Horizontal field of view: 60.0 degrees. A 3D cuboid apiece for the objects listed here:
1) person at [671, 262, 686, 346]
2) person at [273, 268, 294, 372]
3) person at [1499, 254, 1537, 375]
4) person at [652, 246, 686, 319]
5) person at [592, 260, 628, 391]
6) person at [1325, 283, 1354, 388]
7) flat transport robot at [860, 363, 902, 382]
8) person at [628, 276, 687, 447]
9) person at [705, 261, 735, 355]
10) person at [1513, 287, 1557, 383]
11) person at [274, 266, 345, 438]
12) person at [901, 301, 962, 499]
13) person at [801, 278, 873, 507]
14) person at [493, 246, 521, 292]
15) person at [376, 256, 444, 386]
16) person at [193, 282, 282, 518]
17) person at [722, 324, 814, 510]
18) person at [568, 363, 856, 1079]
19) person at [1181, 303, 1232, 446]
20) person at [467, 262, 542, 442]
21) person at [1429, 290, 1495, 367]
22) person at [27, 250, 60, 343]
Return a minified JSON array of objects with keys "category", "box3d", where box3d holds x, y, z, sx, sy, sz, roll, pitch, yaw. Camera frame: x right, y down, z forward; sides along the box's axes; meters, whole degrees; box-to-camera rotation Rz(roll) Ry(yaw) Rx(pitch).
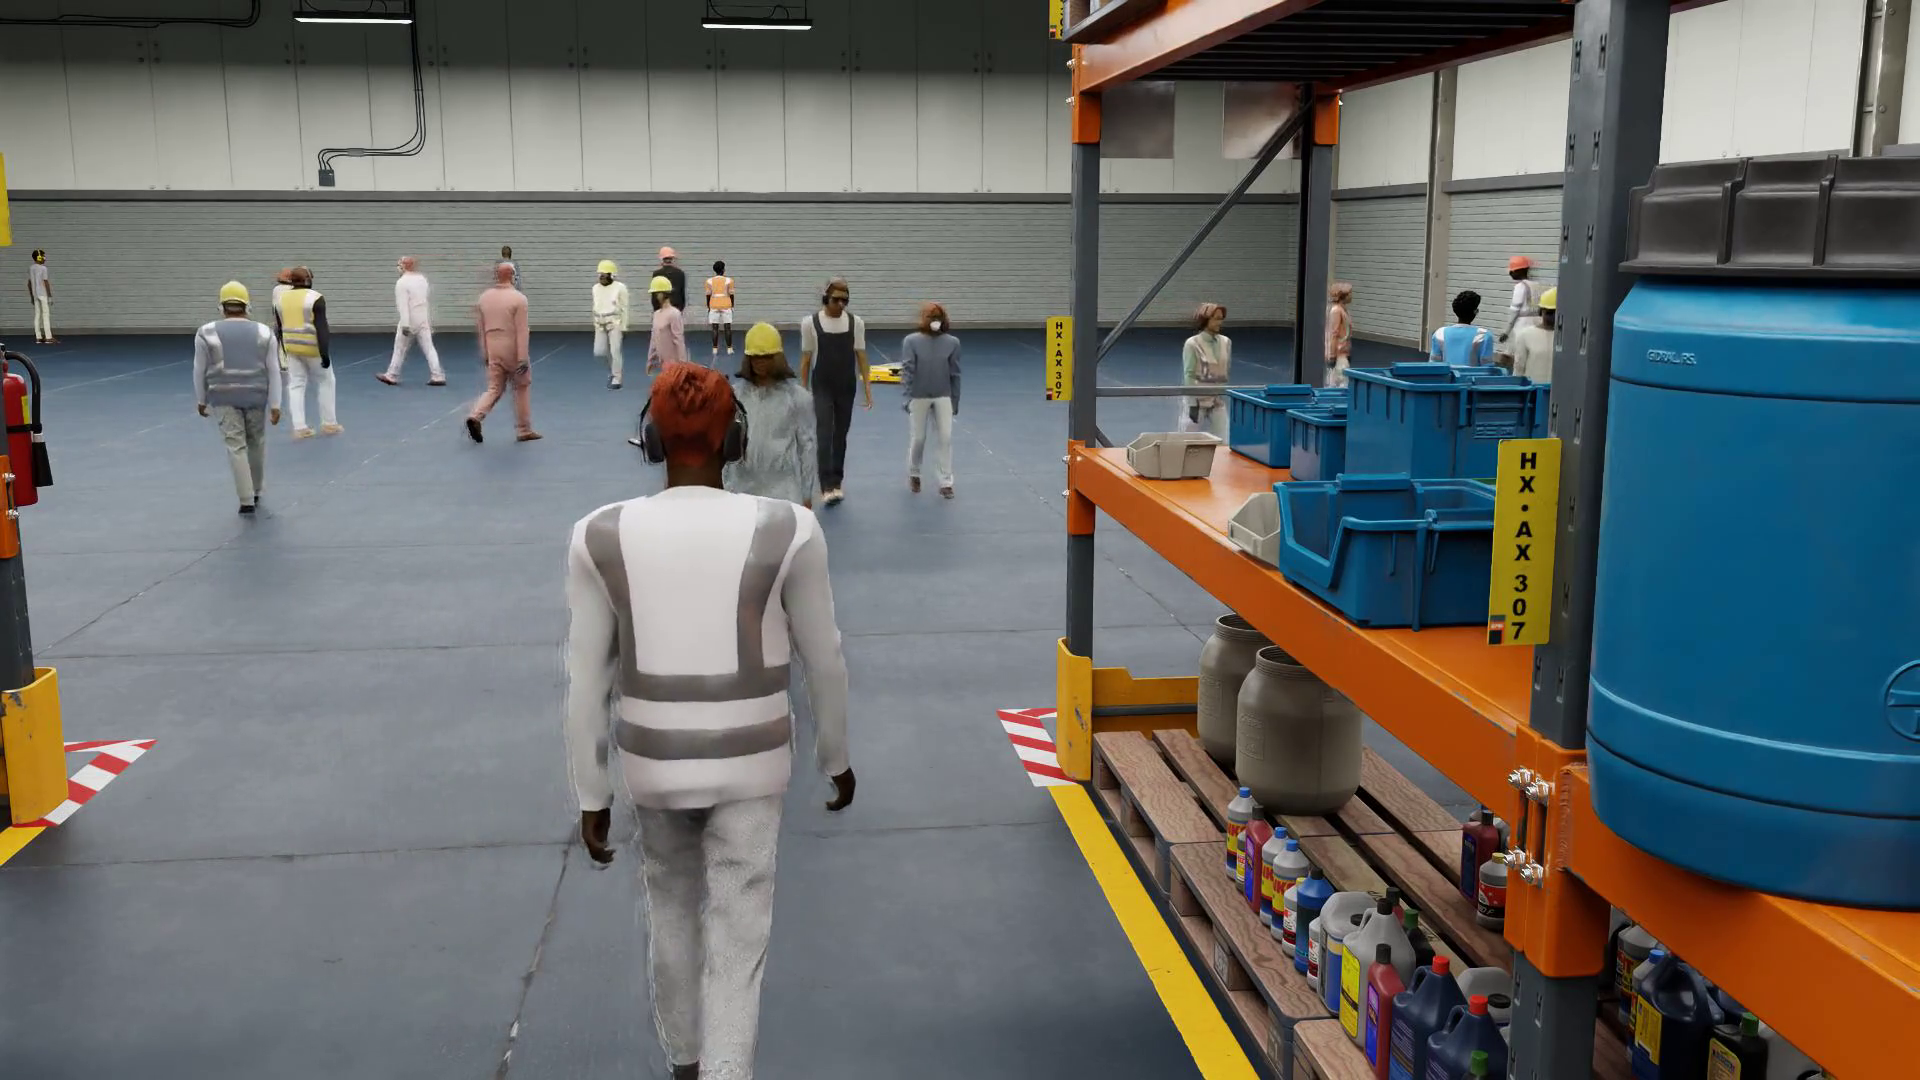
[{"category":"person","box3d":[-5.572,-4.590,32.452,0.269,1.632,0.509,-9,14,-41]},{"category":"person","box3d":[-10.608,-3.465,26.283,0.507,1.633,0.278,5,11,25]},{"category":"person","box3d":[7.087,-2.651,21.050,0.453,1.909,0.566,7,13,34]},{"category":"person","box3d":[-4.688,-3.754,26.929,0.619,1.977,0.589,-8,13,-38]},{"category":"person","box3d":[-4.853,-2.965,23.054,0.599,1.818,0.418,4,11,22]},{"category":"person","box3d":[4.241,-2.048,18.554,0.394,1.625,0.522,3,11,16]},{"category":"flat transport robot","box3d":[-0.844,-2.530,24.894,0.652,0.197,1.431,6,12,29]},{"category":"person","box3d":[-3.028,-1.779,16.783,0.864,1.726,0.546,-6,12,-30]},{"category":"person","box3d":[-4.341,-4.203,30.157,0.530,1.695,0.321,0,10,-1]},{"category":"person","box3d":[4.765,-1.196,13.583,0.524,1.736,0.749,1,10,7]},{"category":"person","box3d":[-6.936,-2.011,17.801,0.661,1.815,0.736,3,11,16]},{"category":"person","box3d":[-0.243,-1.162,13.721,0.518,1.617,0.592,-2,11,-11]},{"category":"person","box3d":[-0.968,-1.160,13.201,0.510,1.795,0.881,-4,11,-20]},{"category":"person","box3d":[-9.621,-5.284,35.421,0.629,1.940,0.373,3,11,18]},{"category":"person","box3d":[-7.896,-3.126,23.839,1.032,1.849,0.670,4,11,19]},{"category":"person","box3d":[-5.588,-1.091,12.856,0.591,1.780,0.902,-7,12,-33]},{"category":"person","box3d":[-1.003,-0.254,8.525,0.493,1.691,0.936,1,10,6]},{"category":"person","box3d":[-0.552,0.518,3.866,0.599,1.850,0.881,1,10,6]},{"category":"person","box3d":[2.009,-1.046,13.082,0.545,1.599,0.806,-7,12,-34]},{"category":"person","box3d":[-4.751,-1.931,17.228,0.656,1.882,0.821,5,12,27]},{"category":"person","box3d":[4.122,-1.196,13.670,0.541,1.695,0.315,7,13,35]},{"category":"person","box3d":[-18.511,-4.897,33.510,0.520,1.865,0.332,3,11,18]}]
